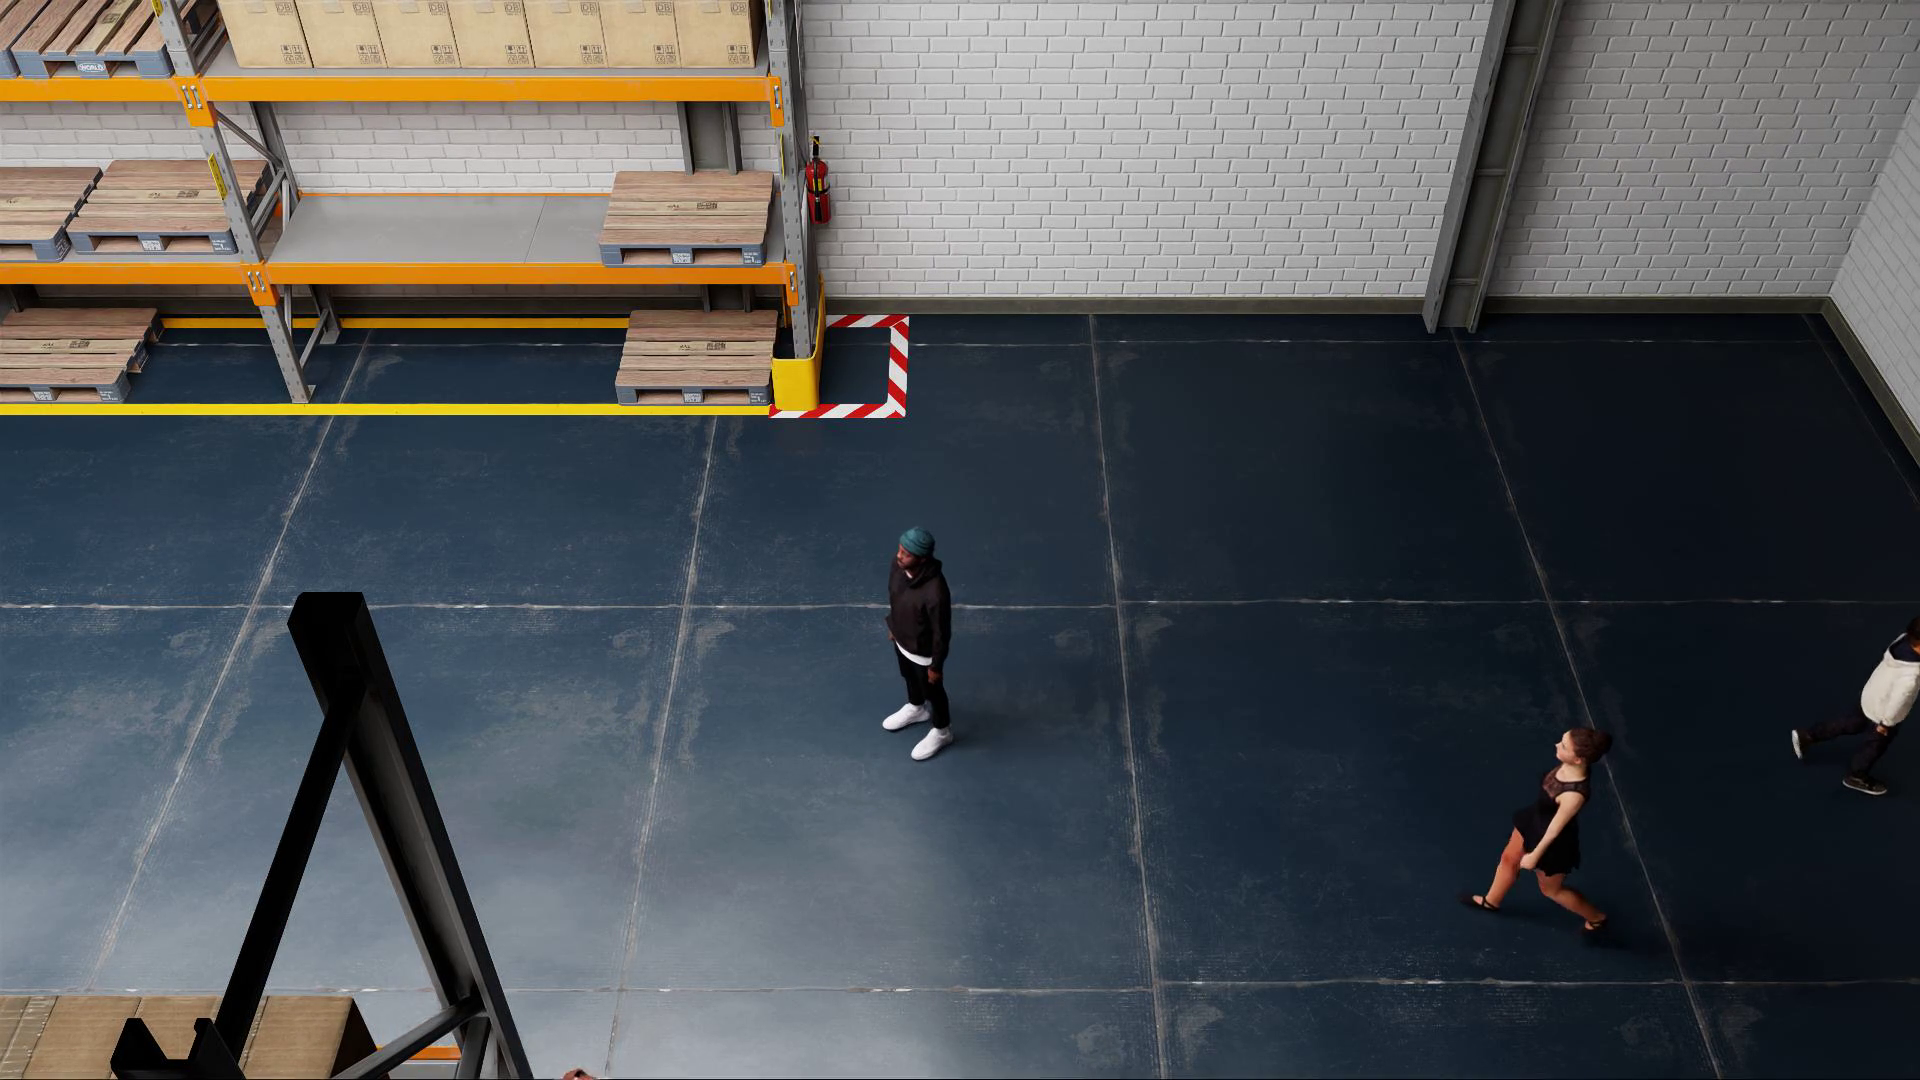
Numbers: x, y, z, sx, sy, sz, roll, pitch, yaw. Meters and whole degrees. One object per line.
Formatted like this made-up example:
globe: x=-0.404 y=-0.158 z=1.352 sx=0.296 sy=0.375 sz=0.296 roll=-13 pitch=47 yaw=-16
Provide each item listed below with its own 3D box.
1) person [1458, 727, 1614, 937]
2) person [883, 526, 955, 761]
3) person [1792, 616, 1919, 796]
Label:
person: x=3.309 y=1.636 z=9.082 sx=1.093 sy=1.653 sz=0.759 roll=10 pitch=45 yaw=10
person: x=-0.236 y=0.599 z=10.052 sx=0.774 sy=1.817 sz=0.758 roll=-26 pitch=49 yaw=-25
person: x=5.462 y=0.953 z=9.955 sx=0.911 sy=1.439 sz=0.724 roll=12 pitch=45 yaw=12
